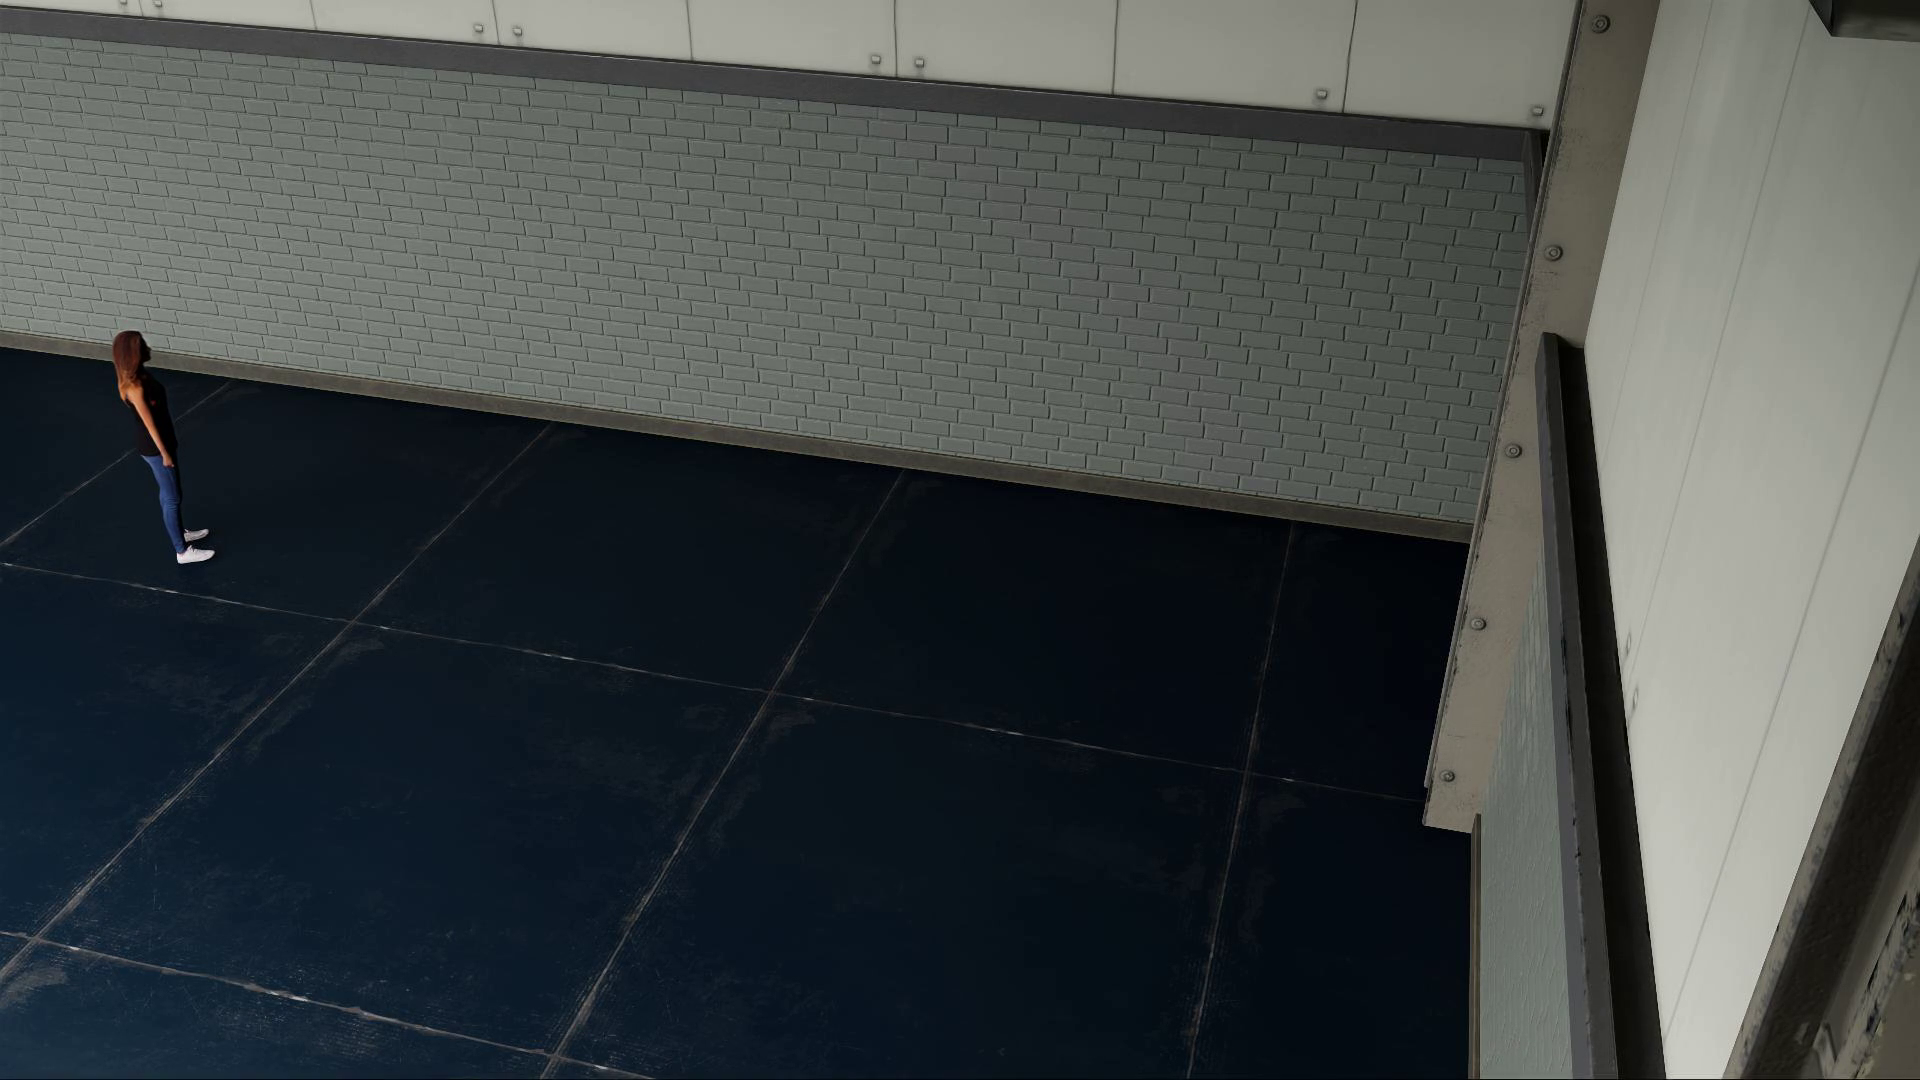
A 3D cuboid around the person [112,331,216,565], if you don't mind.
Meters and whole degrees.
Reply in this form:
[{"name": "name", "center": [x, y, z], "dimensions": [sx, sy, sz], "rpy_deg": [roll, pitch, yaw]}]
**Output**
[{"name": "person", "center": [-5.542, -0.655, 11.490], "dimensions": [0.729, 1.723, 0.656], "rpy_deg": [-15, 35, -22]}]
